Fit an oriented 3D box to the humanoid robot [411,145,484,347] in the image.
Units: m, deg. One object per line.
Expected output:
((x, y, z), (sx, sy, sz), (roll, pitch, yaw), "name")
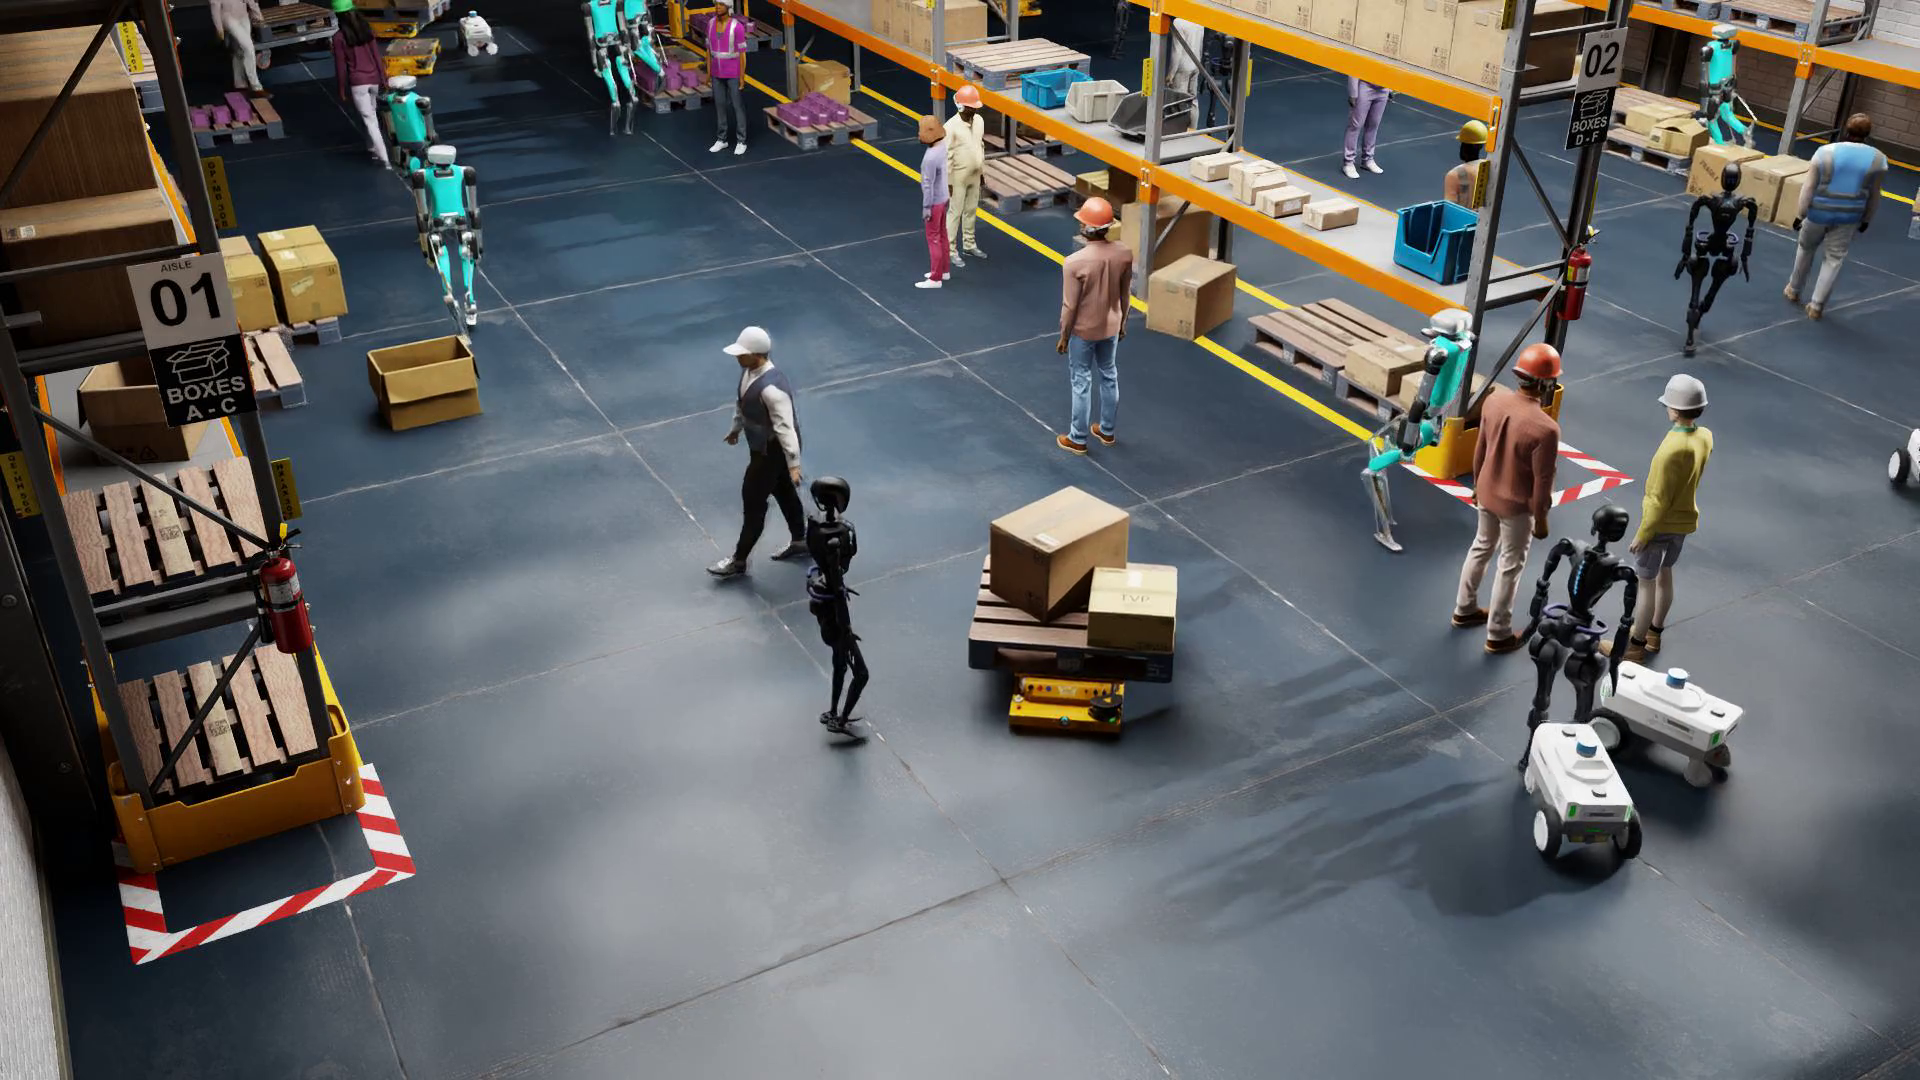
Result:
((-4.317, -2.455, 14.210), (0.548, 1.735, 1.005), (-9, 31, -16), "humanoid robot")

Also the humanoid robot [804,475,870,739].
((-0.699, 0.361, 9.365), (0.320, 1.654, 0.609), (-5, 30, -8), "humanoid robot")

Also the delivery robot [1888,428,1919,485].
((7.110, -0.521, 12.037), (0.499, 0.601, 0.783), (6, 30, 11), "delivery robot")

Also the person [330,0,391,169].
((-6.809, -5.188, 18.792), (0.853, 1.911, 0.520), (24, 37, 35), "person")

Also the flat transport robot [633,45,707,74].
((-3.944, -6.527, 22.771), (0.659, 0.231, 1.431), (-15, 33, -24), "flat transport robot")

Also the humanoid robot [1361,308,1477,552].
((2.984, -0.772, 11.288), (0.787, 1.788, 0.534), (23, 37, 35), "humanoid robot")

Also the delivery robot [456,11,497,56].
((-6.903, -7.229, 23.716), (0.513, 0.602, 0.774), (-11, 32, -19), "delivery robot")

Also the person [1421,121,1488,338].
((4.325, -2.656, 14.371), (0.587, 1.927, 0.384), (-17, 34, -27), "person")

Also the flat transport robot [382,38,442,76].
((-7.619, -6.717, 23.103), (0.659, 0.231, 1.431), (-5, 30, -8), "flat transport robot")

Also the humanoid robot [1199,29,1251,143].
((3.094, -5.406, 19.405), (0.588, 1.652, 0.330), (-1, 30, -2), "humanoid robot")

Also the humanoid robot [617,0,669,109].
((-3.867, -6.155, 20.722), (0.778, 1.839, 0.533), (18, 35, 29), "humanoid robot")

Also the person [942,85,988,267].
((0.061, -3.523, 16.060), (0.342, 1.743, 0.565), (23, 37, 34), "person")

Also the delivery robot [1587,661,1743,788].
((3.965, 0.992, 9.415), (0.499, 0.614, 0.789), (-26, 39, -38), "delivery robot")

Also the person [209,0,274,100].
((-9.160, -6.609, 21.277), (0.840, 1.908, 0.641), (7, 31, 13), "person")

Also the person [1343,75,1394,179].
((4.575, -4.996, 18.464), (0.637, 1.909, 0.411), (-16, 34, -26), "person")

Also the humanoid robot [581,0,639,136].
((-4.084, -5.637, 19.793), (0.548, 1.833, 0.681), (-17, 34, -27), "humanoid robot")

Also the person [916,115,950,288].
((-0.248, -3.158, 15.542), (0.293, 1.628, 0.499), (8, 31, 14), "person")

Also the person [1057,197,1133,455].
((0.999, -1.596, 12.454), (0.621, 1.996, 0.372), (-17, 34, -27), "person")

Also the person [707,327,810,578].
((-1.381, -0.571, 10.931), (0.844, 1.724, 0.795), (-12, 32, -19), "person")

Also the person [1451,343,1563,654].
((3.370, -0.261, 10.149), (0.404, 1.986, 0.621), (-12, 32, -19), "person")

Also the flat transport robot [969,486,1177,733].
((0.699, 0.680, 10.226), (0.659, 0.231, 1.431), (4, 30, 7), "flat transport robot")

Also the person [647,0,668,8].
((-4.731, -9.253, 26.026), (0.561, 1.751, 0.324), (17, 34, 27), "person")

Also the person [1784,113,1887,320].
((7.863, -2.953, 14.991), (0.659, 1.816, 0.794), (10, 31, 16), "person")

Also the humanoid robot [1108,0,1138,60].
((2.296, -7.560, 23.156), (0.323, 1.654, 0.589), (13, 33, 22), "humanoid robot")

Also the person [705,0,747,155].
((-2.704, -5.391, 19.210), (0.508, 1.843, 0.339), (11, 32, 18), "person")

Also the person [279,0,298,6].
((-9.977, -8.464, 24.579), (0.430, 1.834, 0.628), (1, 30, 2), "person")

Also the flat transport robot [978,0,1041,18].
((0.717, -8.462, 26.140), (0.659, 0.231, 1.431), (-10, 31, -16), "flat transport robot")

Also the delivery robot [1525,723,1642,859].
((3.287, 1.322, 8.827), (0.499, 0.601, 0.783), (0, 30, 1), "delivery robot")

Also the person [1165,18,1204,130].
((2.600, -5.495, 19.345), (0.375, 1.894, 0.573), (26, 39, 38), "person")

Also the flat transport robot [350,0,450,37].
((-8.353, -7.780, 24.954), (0.659, 0.231, 1.431), (0, 30, 1), "flat transport robot")

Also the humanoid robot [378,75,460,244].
((-5.275, -3.781, 16.520), (0.531, 1.778, 0.786), (7, 31, 12), "humanoid robot")

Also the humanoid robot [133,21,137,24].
((-11.263, -7.092, 22.344), (0.344, 1.650, 0.599), (23, 37, 34), "humanoid robot")

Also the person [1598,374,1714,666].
((4.217, -0.101, 9.968), (0.474, 1.884, 0.397), (-23, 37, -34), "person")

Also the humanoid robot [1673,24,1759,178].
((8.310, -4.636, 18.004), (0.568, 1.740, 0.950), (-16, 34, -26), "humanoid robot")

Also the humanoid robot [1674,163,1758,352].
((6.499, -2.438, 14.294), (0.600, 1.625, 0.787), (6, 30, 11), "humanoid robot")

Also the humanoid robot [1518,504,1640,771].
((3.326, 0.551, 9.046), (0.376, 1.642, 0.616), (-24, 37, -35), "humanoid robot")

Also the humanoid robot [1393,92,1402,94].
((5.860, -6.625, 21.500), (0.765, 1.797, 0.549), (-5, 30, -9), "humanoid robot")
